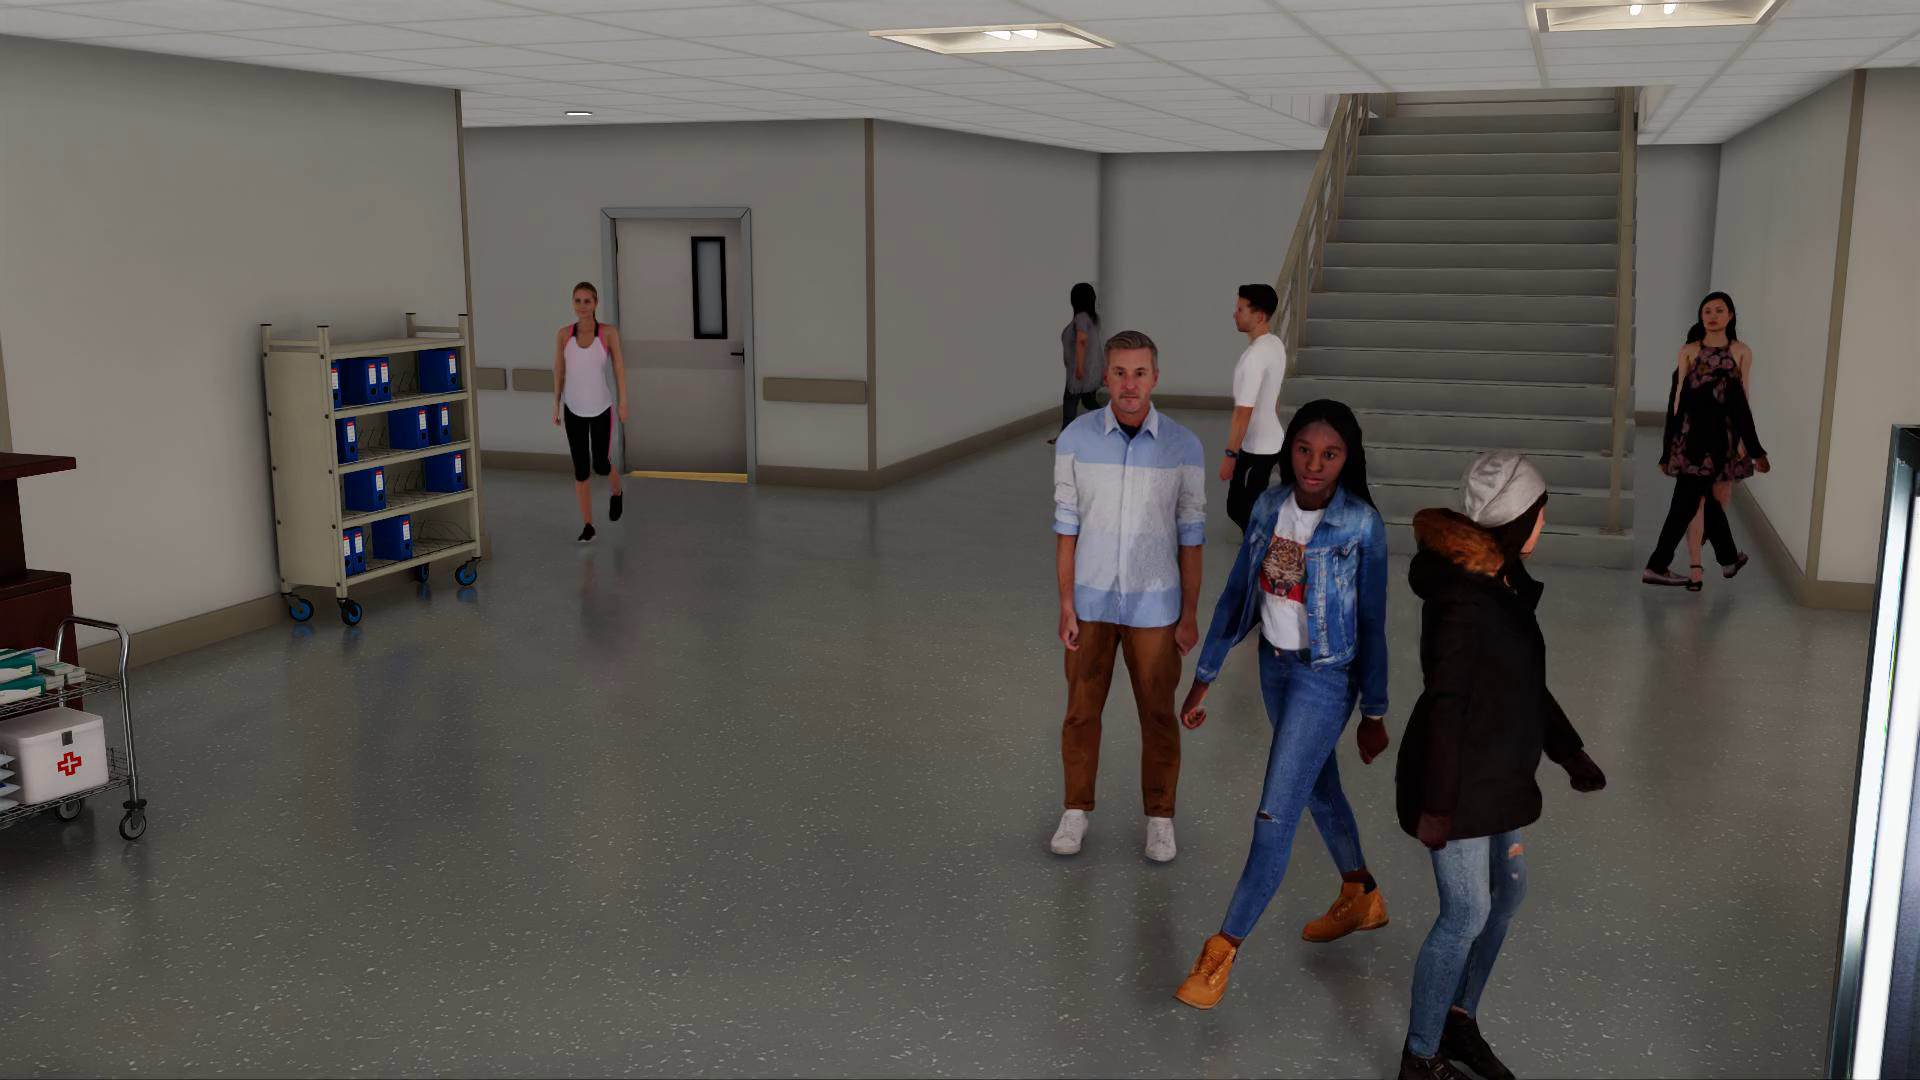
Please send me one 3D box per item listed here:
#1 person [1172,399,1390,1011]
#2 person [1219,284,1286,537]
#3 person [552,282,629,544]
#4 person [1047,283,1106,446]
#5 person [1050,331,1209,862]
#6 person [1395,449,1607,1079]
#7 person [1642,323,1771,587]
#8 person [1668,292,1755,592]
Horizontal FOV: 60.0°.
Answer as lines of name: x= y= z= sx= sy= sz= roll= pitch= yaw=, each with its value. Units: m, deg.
person: x=1.035 y=0.459 z=4.702 sx=1.280 sy=1.660 sz=1.130 roll=-6 pitch=12 yaw=-29
person: x=1.714 y=-0.520 z=9.399 sx=0.770 sy=1.833 sz=0.508 roll=6 pitch=12 yaw=27
person: x=-2.515 y=-0.877 z=11.454 sx=0.769 sy=1.767 sz=0.916 roll=1 pitch=11 yaw=7
person: x=1.271 y=-1.688 z=16.217 sx=0.734 sy=1.586 sz=0.901 roll=5 pitch=12 yaw=25
person: x=0.555 y=0.192 z=5.686 sx=0.715 sy=1.818 sz=0.638 roll=2 pitch=11 yaw=9
person: x=1.247 y=0.583 z=4.178 sx=0.747 sy=1.612 sz=0.696 roll=9 pitch=14 yaw=38
person: x=4.329 y=-0.471 z=9.893 sx=1.127 sy=1.551 sz=1.149 roll=-2 pitch=11 yaw=-9
person: x=4.492 y=-0.583 z=9.943 sx=0.649 sy=1.753 sz=1.035 roll=5 pitch=12 yaw=23
